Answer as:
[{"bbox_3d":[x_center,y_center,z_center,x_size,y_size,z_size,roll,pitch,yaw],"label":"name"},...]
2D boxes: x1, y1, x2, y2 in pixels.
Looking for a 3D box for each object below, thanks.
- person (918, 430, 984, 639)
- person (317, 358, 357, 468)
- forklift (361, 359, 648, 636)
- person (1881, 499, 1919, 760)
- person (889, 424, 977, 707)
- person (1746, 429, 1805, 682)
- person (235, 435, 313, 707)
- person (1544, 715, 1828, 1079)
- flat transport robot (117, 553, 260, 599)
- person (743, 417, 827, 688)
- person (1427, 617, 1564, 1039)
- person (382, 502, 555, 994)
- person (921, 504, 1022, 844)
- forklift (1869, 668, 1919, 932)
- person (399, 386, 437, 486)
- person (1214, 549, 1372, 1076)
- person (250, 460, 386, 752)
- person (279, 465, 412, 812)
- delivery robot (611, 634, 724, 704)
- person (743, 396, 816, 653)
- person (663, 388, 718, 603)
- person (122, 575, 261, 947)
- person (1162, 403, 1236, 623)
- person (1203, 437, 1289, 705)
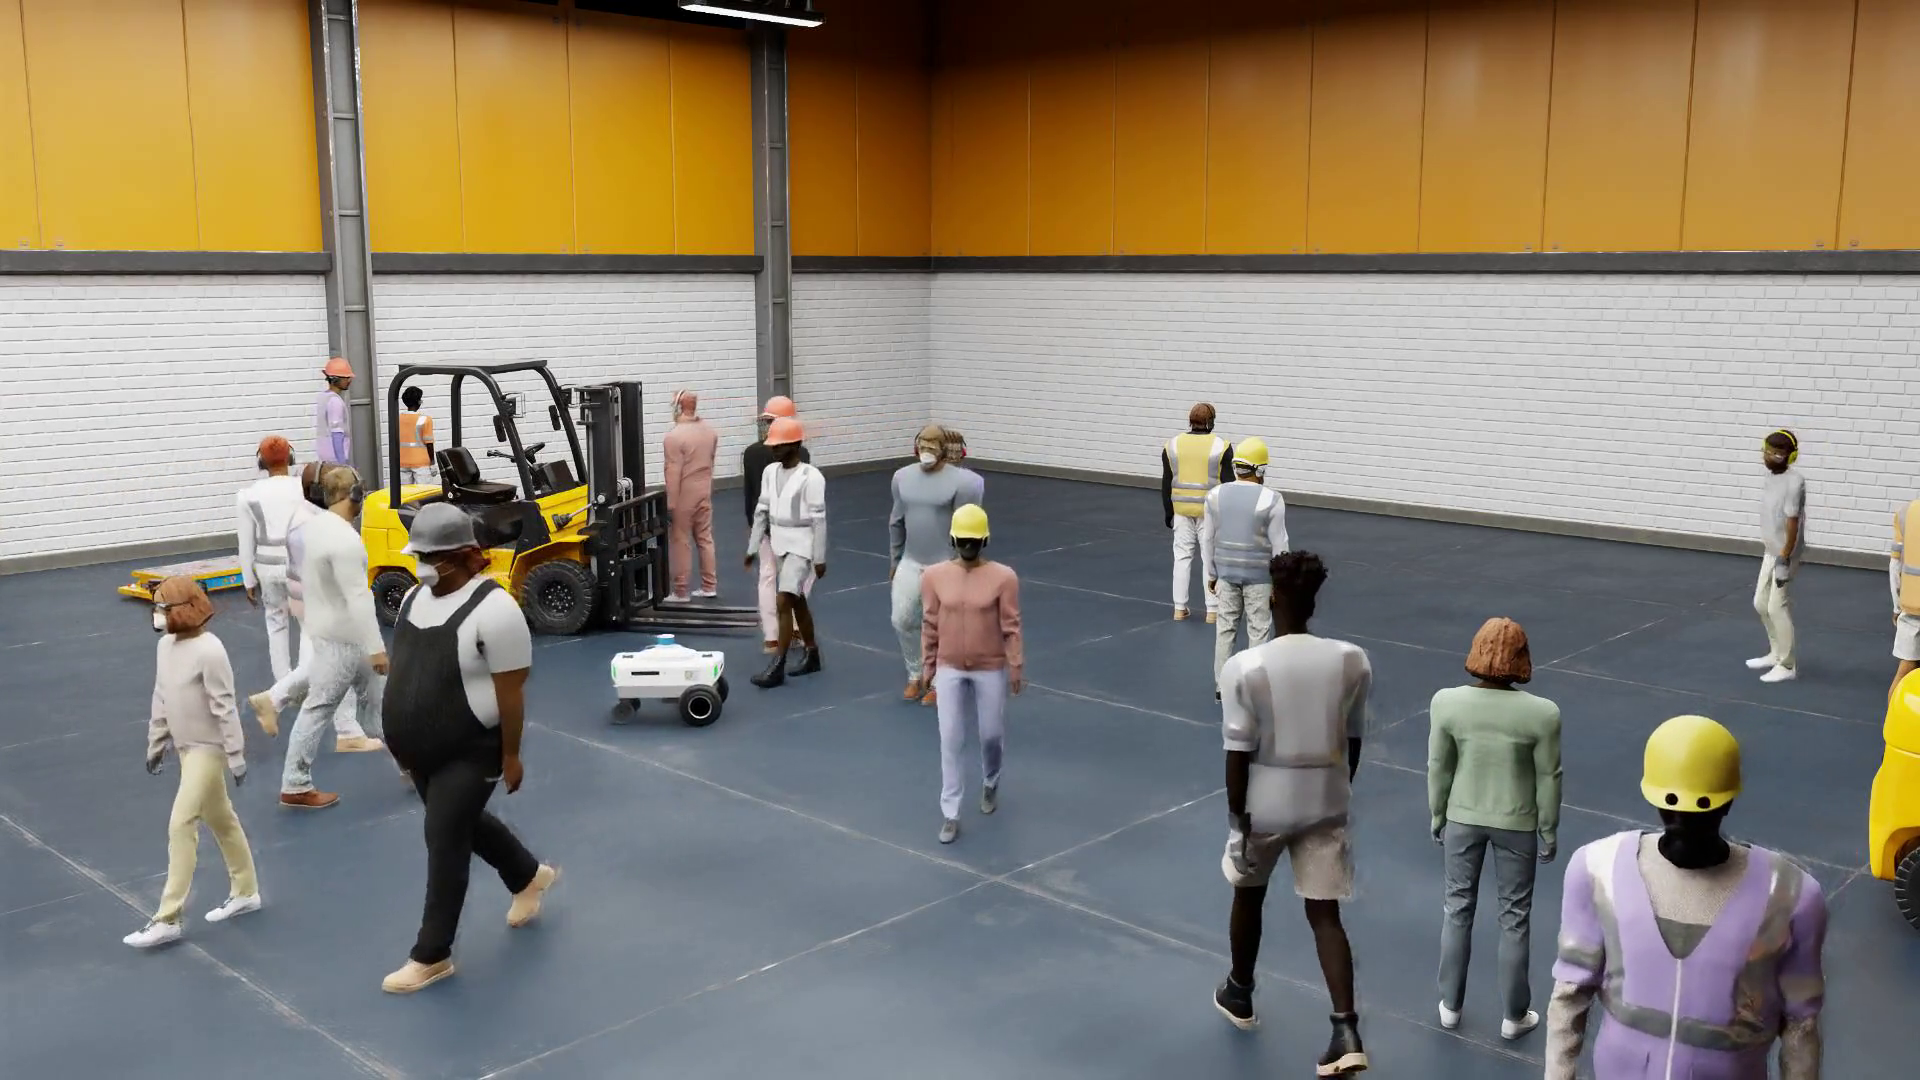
[{"bbox_3d":[-0.114,0.092,12.109,0.568,1.824,0.871,-1,9,-8],"label":"person"},{"bbox_3d":[-6.499,-0.884,17.397,0.446,2.030,0.623,-5,11,-29],"label":"person"},{"bbox_3d":[-3.850,-0.407,13.936,2.313,2.155,1.214,2,9,11],"label":"forklift"},{"bbox_3d":[5.748,0.399,9.786,0.373,1.934,0.552,-3,10,-17],"label":"person"},{"bbox_3d":[-0.222,0.180,11.182,0.670,1.916,0.472,4,10,25],"label":"person"},{"bbox_3d":[5.839,0.115,11.853,0.459,1.830,0.570,1,9,3],"label":"person"},{"bbox_3d":[-4.465,0.233,11.037,0.590,1.862,0.651,-3,10,-20],"label":"person"},{"bbox_3d":[1.709,1.354,4.007,0.601,1.903,0.567,6,11,34],"label":"person"},{"bbox_3d":[-6.893,0.327,15.317,0.652,0.197,1.431,6,11,34],"label":"flat transport robot"},{"bbox_3d":[-1.277,0.084,11.821,0.876,1.903,0.567,-9,13,-44],"label":"person"},{"bbox_3d":[2.047,1.102,6.401,0.500,1.633,0.286,5,10,27],"label":"person"},{"bbox_3d":[-2.105,0.788,7.081,0.689,2.000,0.963,7,11,36],"label":"person"},{"bbox_3d":[0.059,0.663,8.756,0.534,1.748,0.702,1,9,8],"label":"person"},{"bbox_3d":[5.205,0.723,7.013,2.313,2.155,1.214,9,13,43],"label":"forklift"},{"bbox_3d":[-5.892,-0.813,17.970,0.535,1.693,0.317,3,10,19],"label":"person"},{"bbox_3d":[1.255,0.997,6.169,0.596,1.924,0.910,-1,9,-7],"label":"person"},{"bbox_3d":[-3.934,0.415,10.077,0.721,1.821,0.628,-2,9,-12],"label":"person"},{"bbox_3d":[-3.295,0.533,9.143,1.035,1.867,0.691,-5,10,-28],"label":"person"},{"bbox_3d":[-1.914,0.861,10.889,0.707,0.478,0.477,0,9,-2],"label":"delivery robot"},{"bbox_3d":[-1.358,-0.122,12.829,0.644,1.980,0.518,5,10,26],"label":"person"},{"bbox_3d":[-2.418,-0.393,14.747,0.407,1.908,0.647,5,11,28],"label":"person"},{"bbox_3d":[-3.461,0.961,7.319,0.532,1.602,0.758,8,12,41],"label":"person"},{"bbox_3d":[2.008,-0.229,13.929,0.632,1.842,0.429,5,10,26],"label":"person"},{"bbox_3d":[1.931,0.225,11.170,0.601,1.830,0.404,6,11,34],"label":"person"}]
